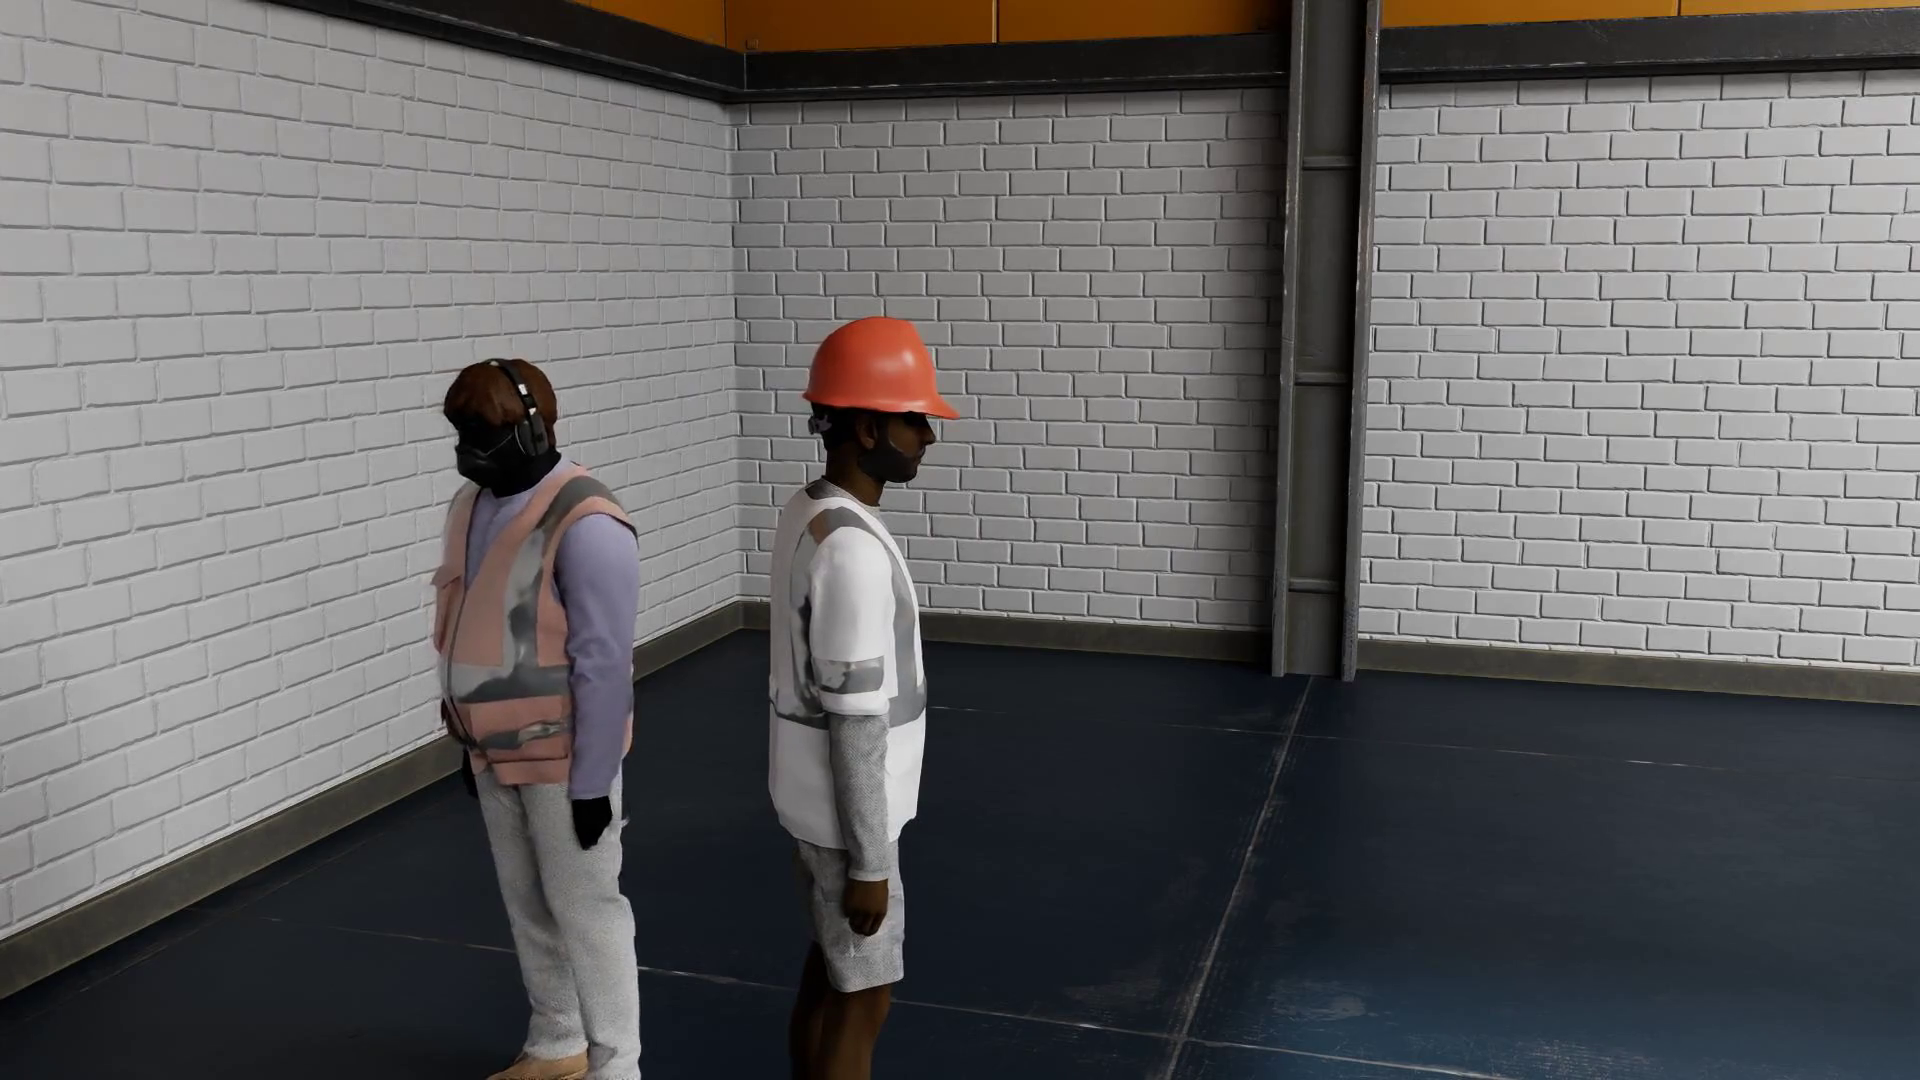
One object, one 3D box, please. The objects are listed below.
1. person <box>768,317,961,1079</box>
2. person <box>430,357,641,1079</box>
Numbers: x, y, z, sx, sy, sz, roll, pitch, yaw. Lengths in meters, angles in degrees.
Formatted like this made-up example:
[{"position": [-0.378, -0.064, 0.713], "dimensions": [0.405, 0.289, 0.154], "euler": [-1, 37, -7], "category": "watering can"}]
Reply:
[{"position": [-0.190, 0.524, 3.338], "dimensions": [0.378, 1.930, 0.538], "euler": [-2, 10, -12], "category": "person"}, {"position": [-0.976, 0.492, 3.854], "dimensions": [0.431, 1.830, 0.622], "euler": [-9, 13, -43], "category": "person"}]
